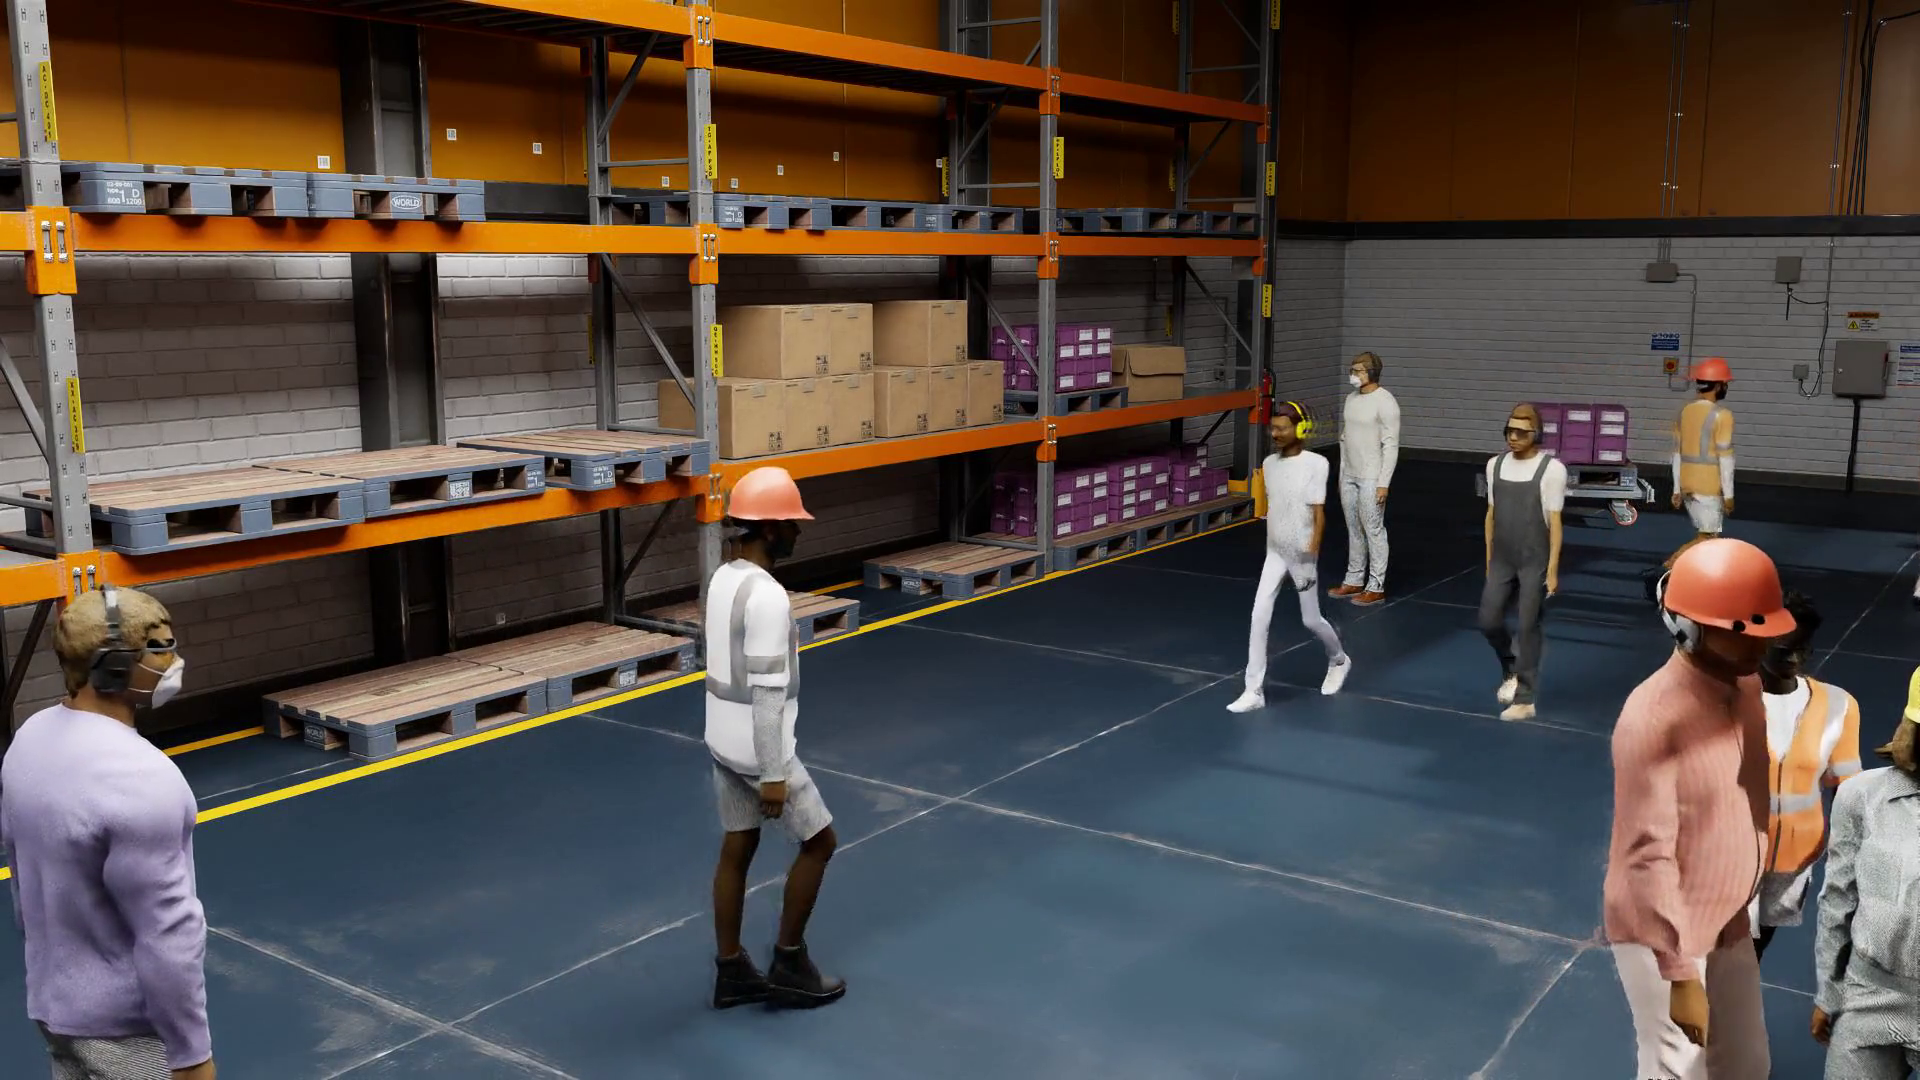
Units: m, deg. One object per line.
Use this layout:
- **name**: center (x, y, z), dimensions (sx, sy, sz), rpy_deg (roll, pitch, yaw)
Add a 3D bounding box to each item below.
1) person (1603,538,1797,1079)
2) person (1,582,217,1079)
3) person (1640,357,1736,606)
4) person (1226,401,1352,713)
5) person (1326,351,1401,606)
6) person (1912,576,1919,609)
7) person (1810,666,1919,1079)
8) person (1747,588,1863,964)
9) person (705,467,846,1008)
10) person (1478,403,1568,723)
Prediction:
- **person**: center (1.837, 0.963, 4.091), dimensions (0.625, 1.976, 0.481), rpy_deg (-8, 12, -40)
- **person**: center (-1.852, 1.052, 3.680), dimensions (0.634, 1.936, 0.351), rpy_deg (7, 12, 38)
- **person**: center (5.523, -0.413, 12.483), dimensions (0.806, 1.919, 0.552), rpy_deg (-2, 10, -10)
- **person**: center (2.001, 0.078, 9.817), dimensions (0.948, 1.825, 0.520), rpy_deg (-9, 13, -43)
- **person**: center (3.098, -0.471, 12.745), dimensions (0.362, 1.939, 0.635), rpy_deg (-3, 10, -20)
- **person**: center (7.490, -0.247, 12.394), dimensions (0.747, 1.613, 0.530), rpy_deg (-5, 11, -27)
- **person**: center (2.254, 1.112, 3.898), dimensions (0.483, 1.745, 0.301), rpy_deg (7, 12, 36)
- **person**: center (2.460, 0.958, 5.086), dimensions (0.542, 1.642, 0.891), rpy_deg (1, 10, 4)
- **person**: center (-0.622, 0.700, 5.820), dimensions (0.594, 1.918, 0.582), rpy_deg (-5, 11, -28)
- **person**: center (3.207, 0.132, 9.500), dimensions (0.430, 1.832, 0.522), rpy_deg (-9, 13, -43)
